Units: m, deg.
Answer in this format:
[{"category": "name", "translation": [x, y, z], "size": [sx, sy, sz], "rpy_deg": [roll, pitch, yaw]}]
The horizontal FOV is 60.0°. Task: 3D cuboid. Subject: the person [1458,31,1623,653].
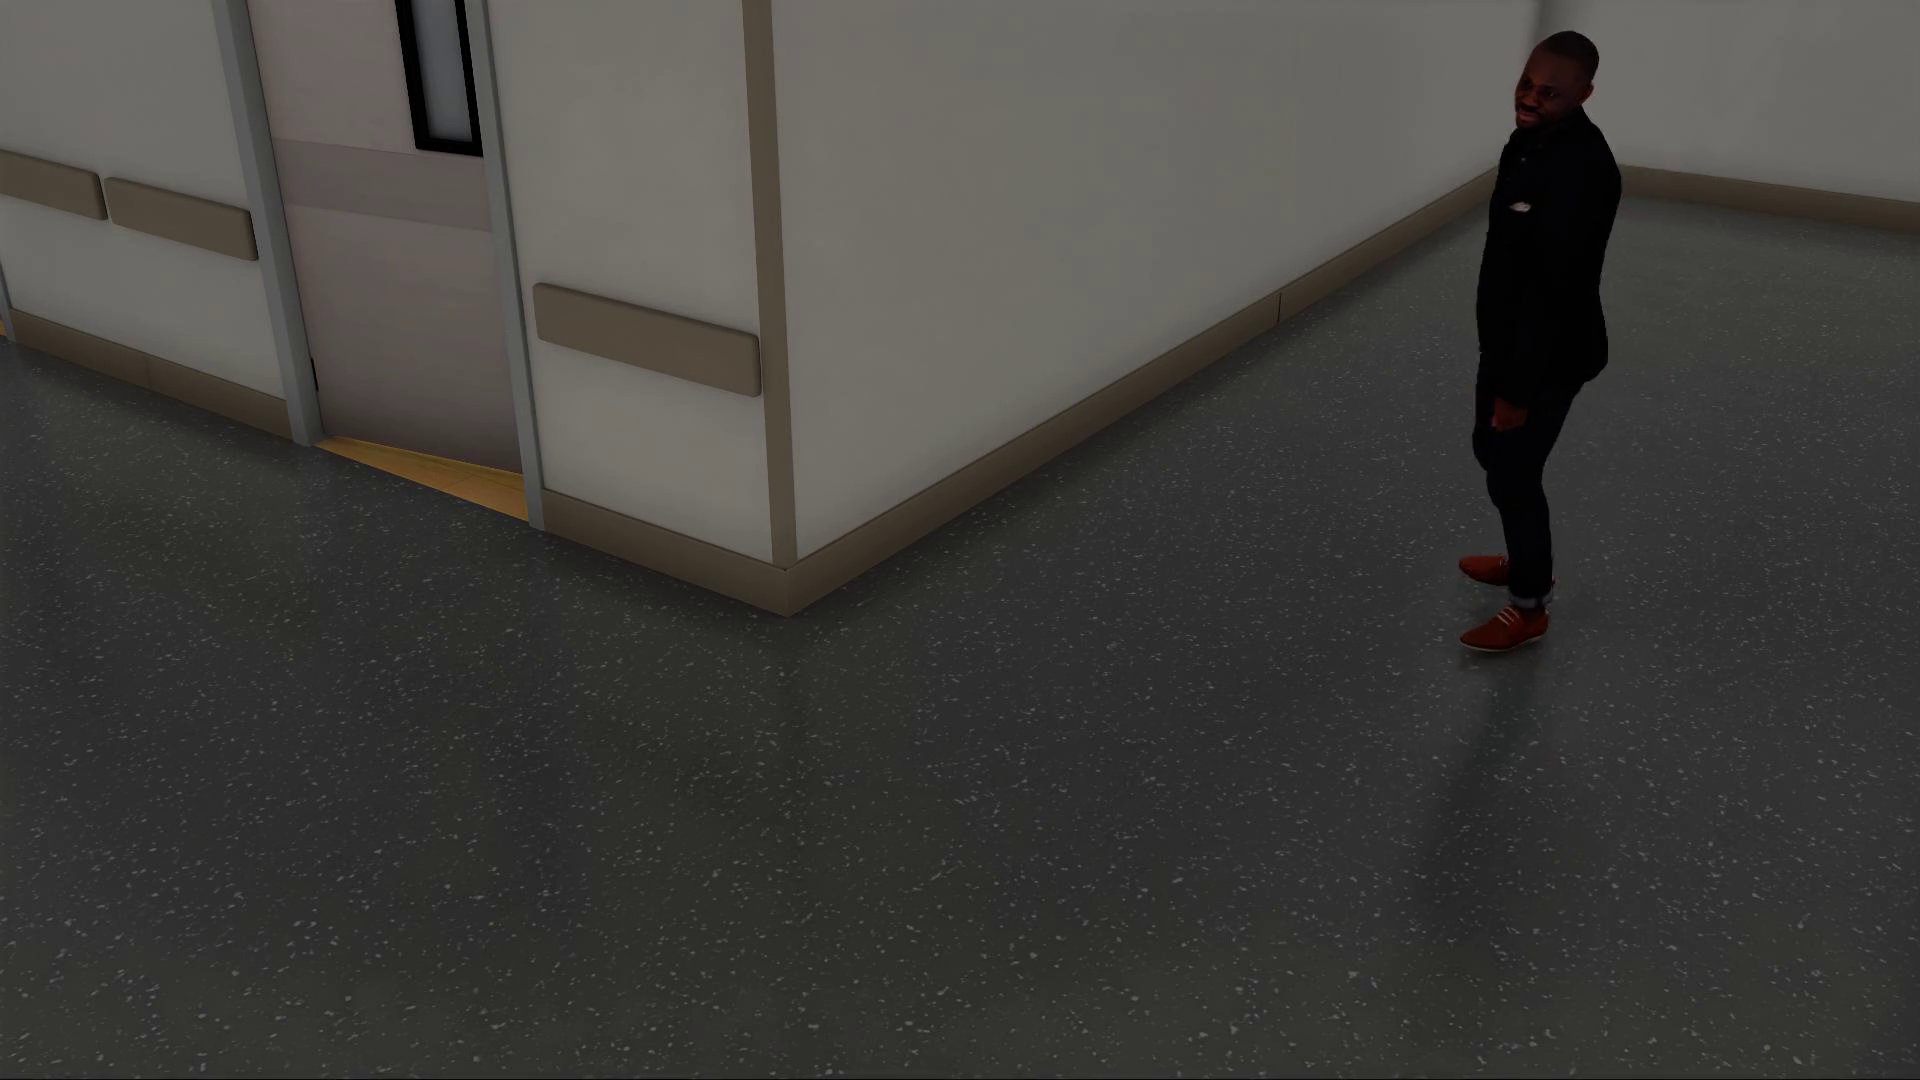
[{"category": "person", "translation": [1.657, -0.515, 4.683], "size": [0.988, 1.782, 0.832], "rpy_deg": [9, 27, 17]}]
